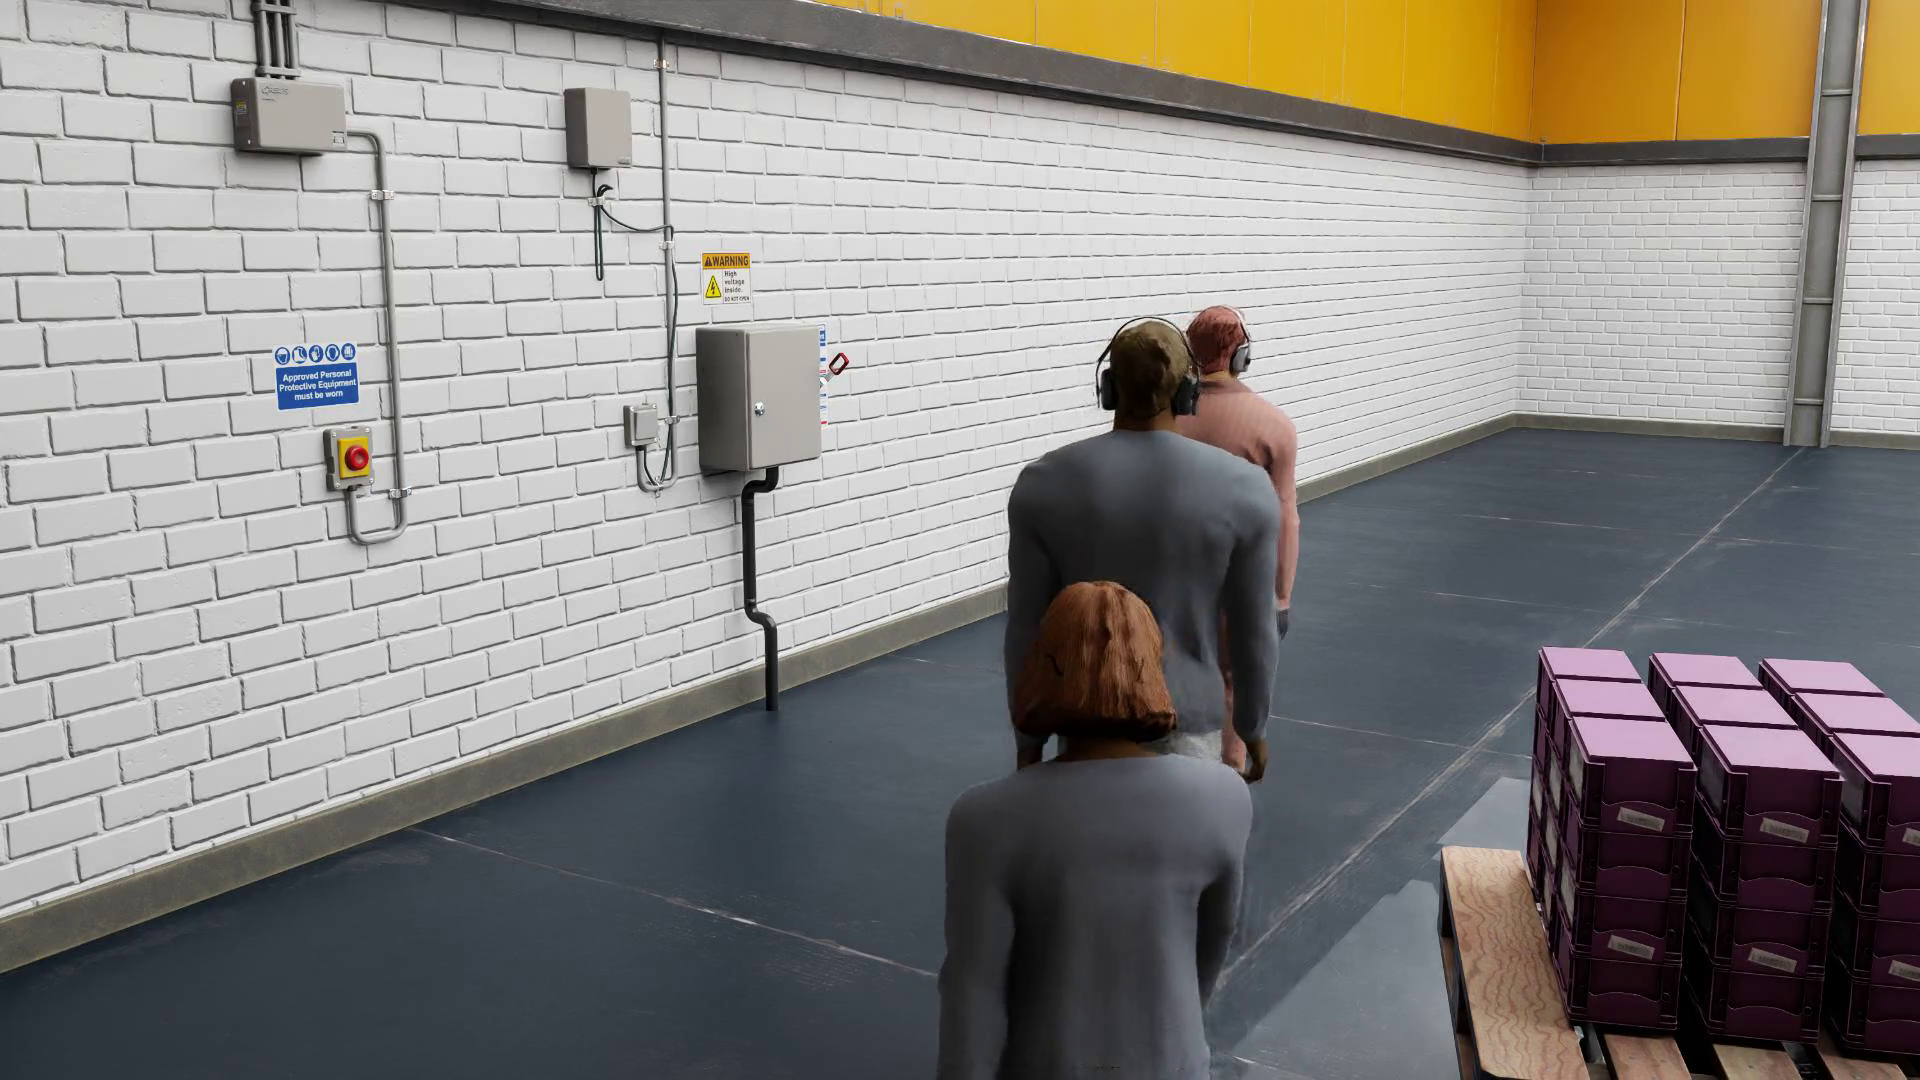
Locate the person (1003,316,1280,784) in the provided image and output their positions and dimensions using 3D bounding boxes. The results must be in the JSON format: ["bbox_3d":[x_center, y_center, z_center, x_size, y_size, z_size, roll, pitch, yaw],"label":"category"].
[{"bbox_3d":[0.436,0.438,3.972,0.626,1.921,0.515,3,11,16],"label":"person"}]

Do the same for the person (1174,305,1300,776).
[{"bbox_3d":[0.828,0.144,5.697,0.656,1.884,0.648,4,11,23],"label":"person"}]

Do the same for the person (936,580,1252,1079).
[{"bbox_3d":[0.195,0.851,2.615,0.497,1.580,0.888,-2,10,-9],"label":"person"}]
